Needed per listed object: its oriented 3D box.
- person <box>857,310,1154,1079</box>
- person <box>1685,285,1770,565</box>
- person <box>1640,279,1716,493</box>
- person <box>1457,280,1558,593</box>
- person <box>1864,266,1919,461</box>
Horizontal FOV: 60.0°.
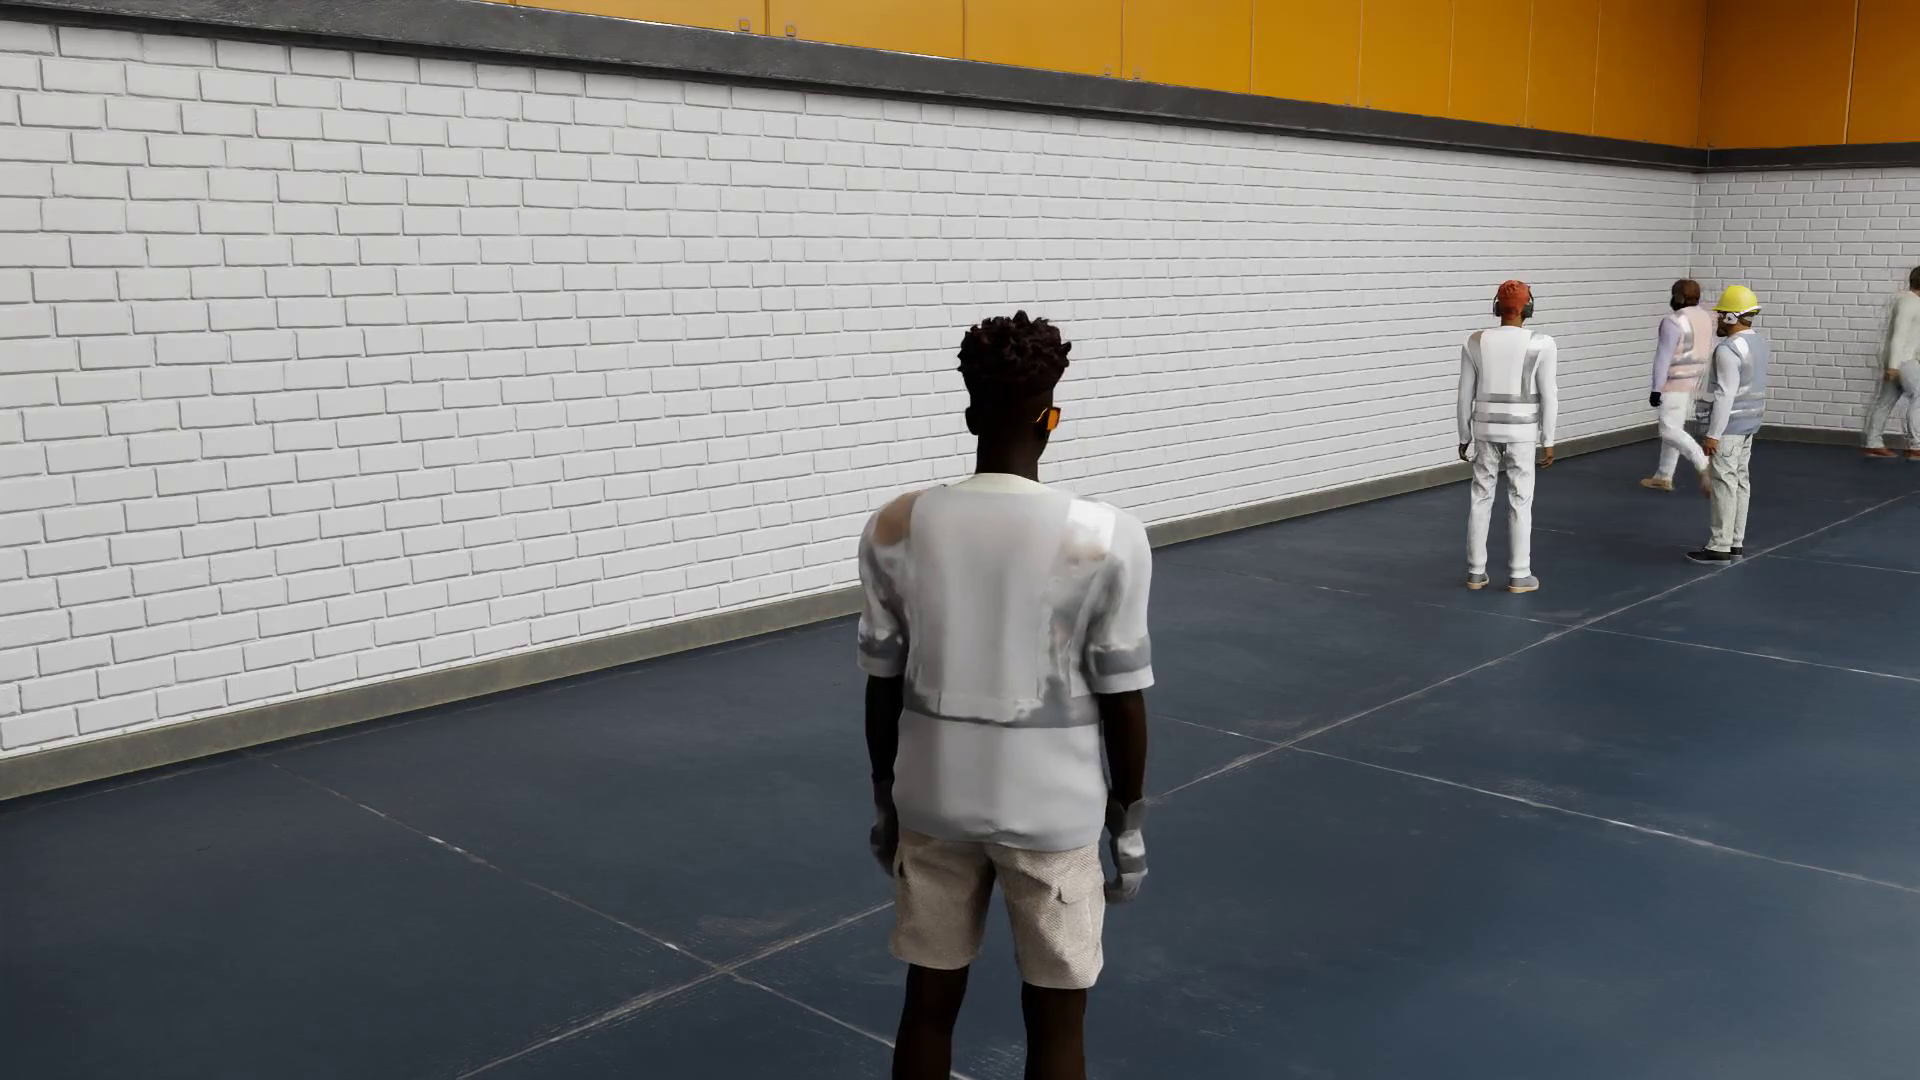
[{"bbox_3d":[0.088,0.525,3.347,0.607,1.956,0.397,4,11,22],"label":"person"},{"bbox_3d":[5.053,-0.751,10.949,0.404,1.833,0.590,9,14,43],"label":"person"},{"bbox_3d":[6.145,-1.291,14.048,0.625,1.823,0.750,-7,12,-35],"label":"person"},{"bbox_3d":[3.303,-0.620,10.062,0.585,1.881,0.343,6,12,32],"label":"person"},{"bbox_3d":[9.345,-1.722,16.262,0.824,1.904,0.647,5,11,27],"label":"person"}]
